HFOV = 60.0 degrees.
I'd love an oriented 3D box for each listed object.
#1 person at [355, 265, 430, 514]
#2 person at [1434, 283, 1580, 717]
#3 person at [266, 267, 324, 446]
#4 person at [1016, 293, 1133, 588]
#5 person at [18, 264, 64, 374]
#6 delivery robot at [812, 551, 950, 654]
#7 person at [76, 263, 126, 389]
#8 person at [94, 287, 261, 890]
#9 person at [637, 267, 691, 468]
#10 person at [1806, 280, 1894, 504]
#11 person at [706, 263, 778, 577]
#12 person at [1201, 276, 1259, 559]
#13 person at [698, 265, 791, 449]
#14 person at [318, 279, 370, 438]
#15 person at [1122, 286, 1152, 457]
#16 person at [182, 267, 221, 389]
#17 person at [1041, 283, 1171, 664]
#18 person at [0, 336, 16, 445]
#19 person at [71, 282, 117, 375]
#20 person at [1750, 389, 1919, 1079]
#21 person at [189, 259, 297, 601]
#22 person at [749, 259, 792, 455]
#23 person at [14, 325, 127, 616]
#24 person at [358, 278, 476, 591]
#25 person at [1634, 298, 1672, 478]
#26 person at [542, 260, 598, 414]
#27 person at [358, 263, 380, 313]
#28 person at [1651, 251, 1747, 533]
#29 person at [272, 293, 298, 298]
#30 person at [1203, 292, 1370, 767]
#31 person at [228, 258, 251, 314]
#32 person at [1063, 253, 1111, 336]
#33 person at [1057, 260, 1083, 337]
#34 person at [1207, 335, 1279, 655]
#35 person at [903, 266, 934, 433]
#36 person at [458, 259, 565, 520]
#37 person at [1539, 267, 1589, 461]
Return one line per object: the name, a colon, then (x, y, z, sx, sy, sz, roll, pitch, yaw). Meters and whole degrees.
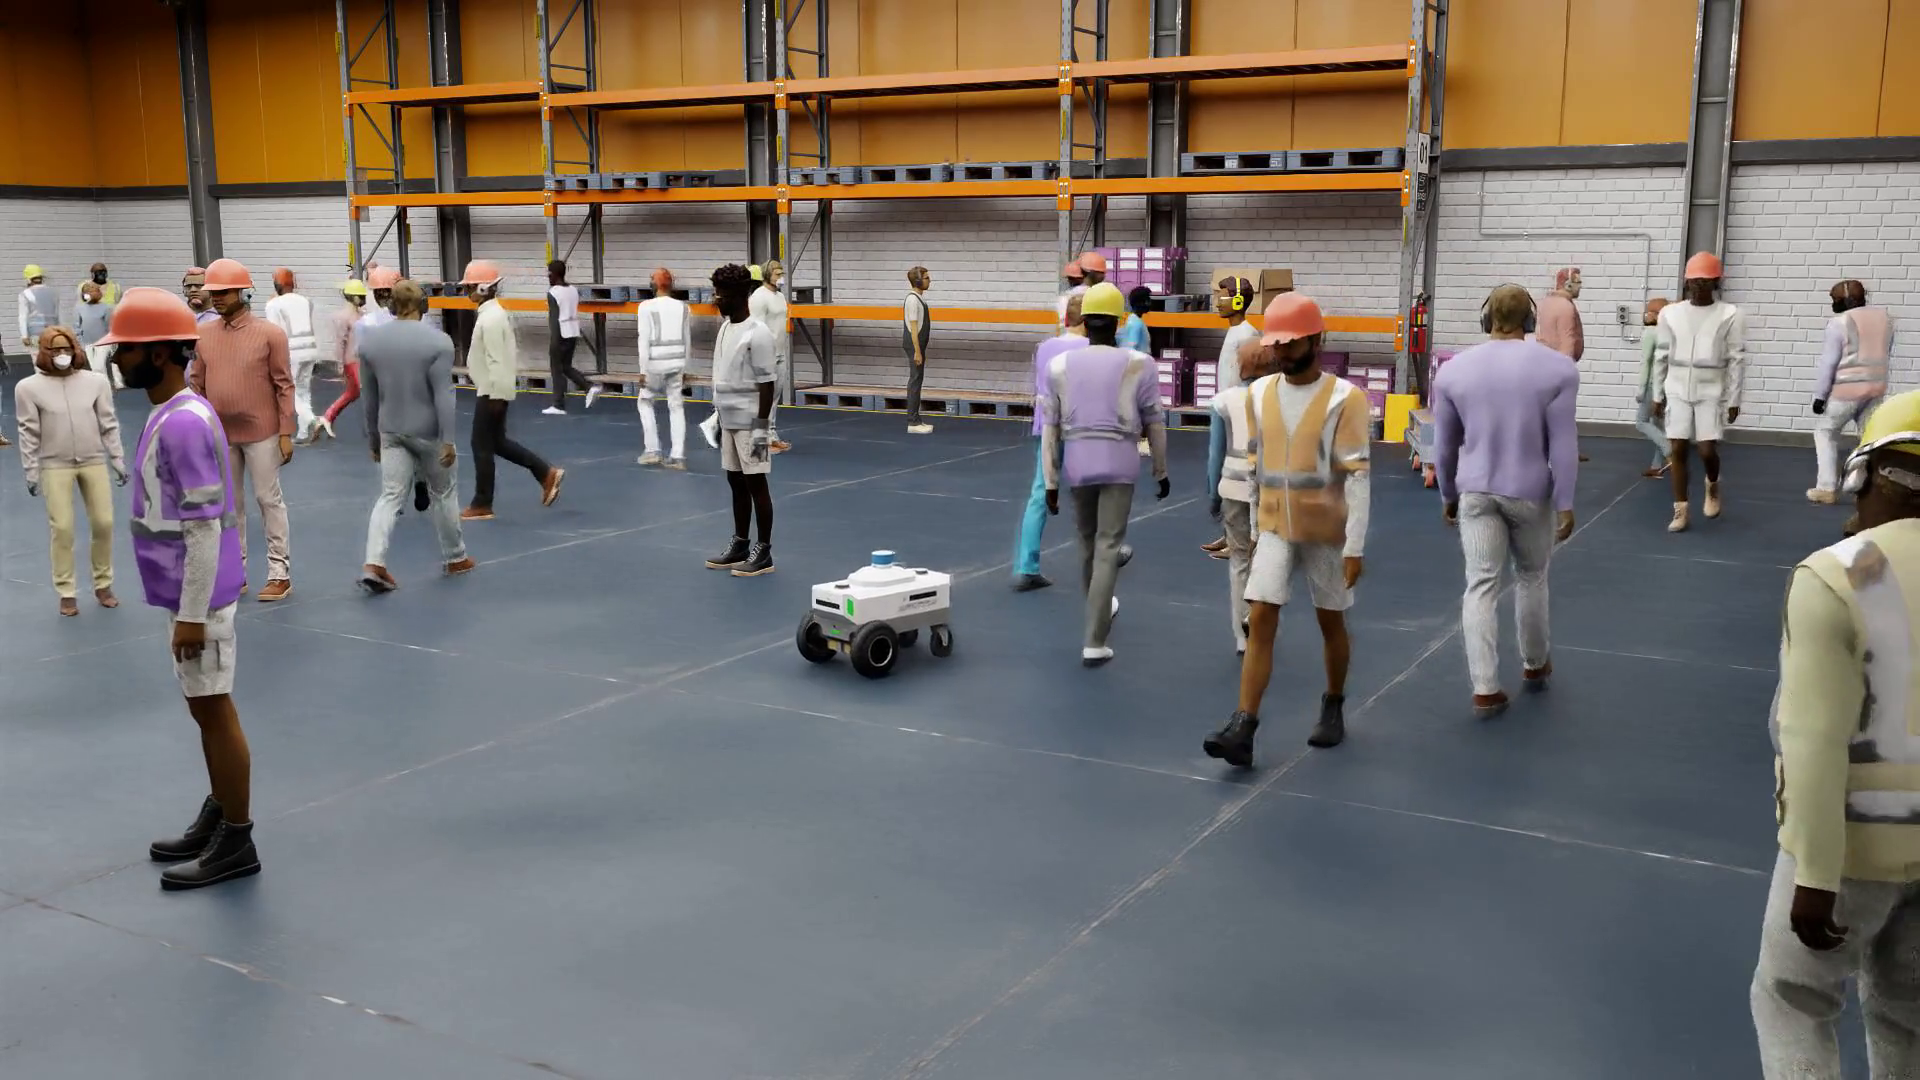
person: (-4.299, -1.125, 12.695, 0.555, 1.924, 0.646, -6, 12, -30)
person: (2.483, -0.203, 7.554, 0.638, 1.892, 0.971, 5, 11, 26)
person: (-6.795, -1.867, 17.105, 0.587, 1.862, 0.582, 6, 12, 32)
person: (0.686, -0.605, 10.185, 0.554, 1.780, 1.044, 8, 13, 40)
person: (-12.669, -2.883, 22.940, 0.438, 1.818, 0.613, 6, 12, 31)
delivery robot: (-0.383, 0.297, 8.251, 0.707, 0.478, 0.477, -9, 14, -43)
person: (-12.318, -3.064, 23.947, 0.654, 1.821, 0.675, -8, 13, -38)
person: (-2.517, 0.160, 5.379, 0.379, 1.938, 0.547, -5, 11, -27)
person: (-2.810, -1.608, 15.579, 0.622, 1.863, 0.649, -9, 14, -43)
person: (7.082, -1.157, 13.254, 0.632, 1.808, 0.559, -2, 10, -14)
person: (-1.377, -0.753, 10.485, 0.374, 1.960, 0.600, -7, 12, -34)
person: (1.810, -0.806, 11.044, 0.320, 1.871, 0.533, 0, 10, -1)
person: (-2.220, -1.861, 16.991, 0.876, 1.891, 0.610, -1, 10, -7)
person: (-6.503, -1.920, 17.733, 0.864, 1.726, 0.527, 2, 10, 9)
person: (1.800, -1.638, 16.280, 0.580, 1.678, 0.541, 0, 10, 2)
person: (-5.721, -1.104, 12.621, 0.640, 1.910, 0.407, -2, 10, -11)
person: (0.739, -0.357, 8.487, 0.609, 1.876, 1.005, 4, 11, 20)
person: (-10.184, -1.883, 17.219, 0.526, 1.847, 0.559, 1, 10, 6)
person: (-11.065, -2.467, 21.196, 0.514, 1.610, 0.705, 2, 10, 9)
person: (1.864, 0.592, 3.357, 0.617, 1.789, 0.484, -3, 10, -15)
person: (-4.188, -0.631, 9.695, 0.625, 1.992, 0.389, 1, 10, 7)
person: (-1.896, -1.829, 16.642, 0.355, 1.938, 0.634, 3, 10, 16)
person: (-5.008, -0.393, 9.388, 0.526, 1.627, 0.332, -9, 14, -42)
person: (-3.356, -0.645, 10.108, 0.637, 1.888, 1.004, 2, 10, 11)
person: (6.251, -1.338, 14.771, 0.532, 1.610, 0.504, -6, 11, -29)
person: (-4.858, -2.491, 20.473, 0.624, 1.906, 0.605, 3, 11, 18)
person: (-7.789, -2.757, 22.193, 0.649, 1.851, 0.699, -7, 12, -34)
person: (5.369, -1.074, 12.100, 0.607, 2.030, 0.591, 8, 13, 37)
person: (-9.789, -3.037, 24.197, 0.404, 1.678, 0.557, 5, 11, 24)
person: (1.329, -0.029, 6.611, 0.583, 1.873, 1.004, 7, 12, 35)
person: (-11.190, -3.408, 25.747, 0.916, 1.869, 0.677, 8, 13, 38)
person: (1.357, -1.906, 16.911, 1.024, 1.990, 0.615, -2, 10, -10)
person: (1.238, -2.177, 18.673, 0.808, 1.917, 0.549, 5, 11, 25)
person: (1.485, -0.210, 8.337, 0.541, 1.622, 0.398, 6, 12, 30)
person: (-0.459, -2.109, 18.491, 0.344, 1.846, 0.507, 0, 10, 2)
person: (-3.470, -1.135, 12.632, 0.771, 1.974, 0.625, -2, 10, -12)
person: (5.650, -1.661, 15.895, 0.781, 1.881, 0.651, 1, 10, 4)
